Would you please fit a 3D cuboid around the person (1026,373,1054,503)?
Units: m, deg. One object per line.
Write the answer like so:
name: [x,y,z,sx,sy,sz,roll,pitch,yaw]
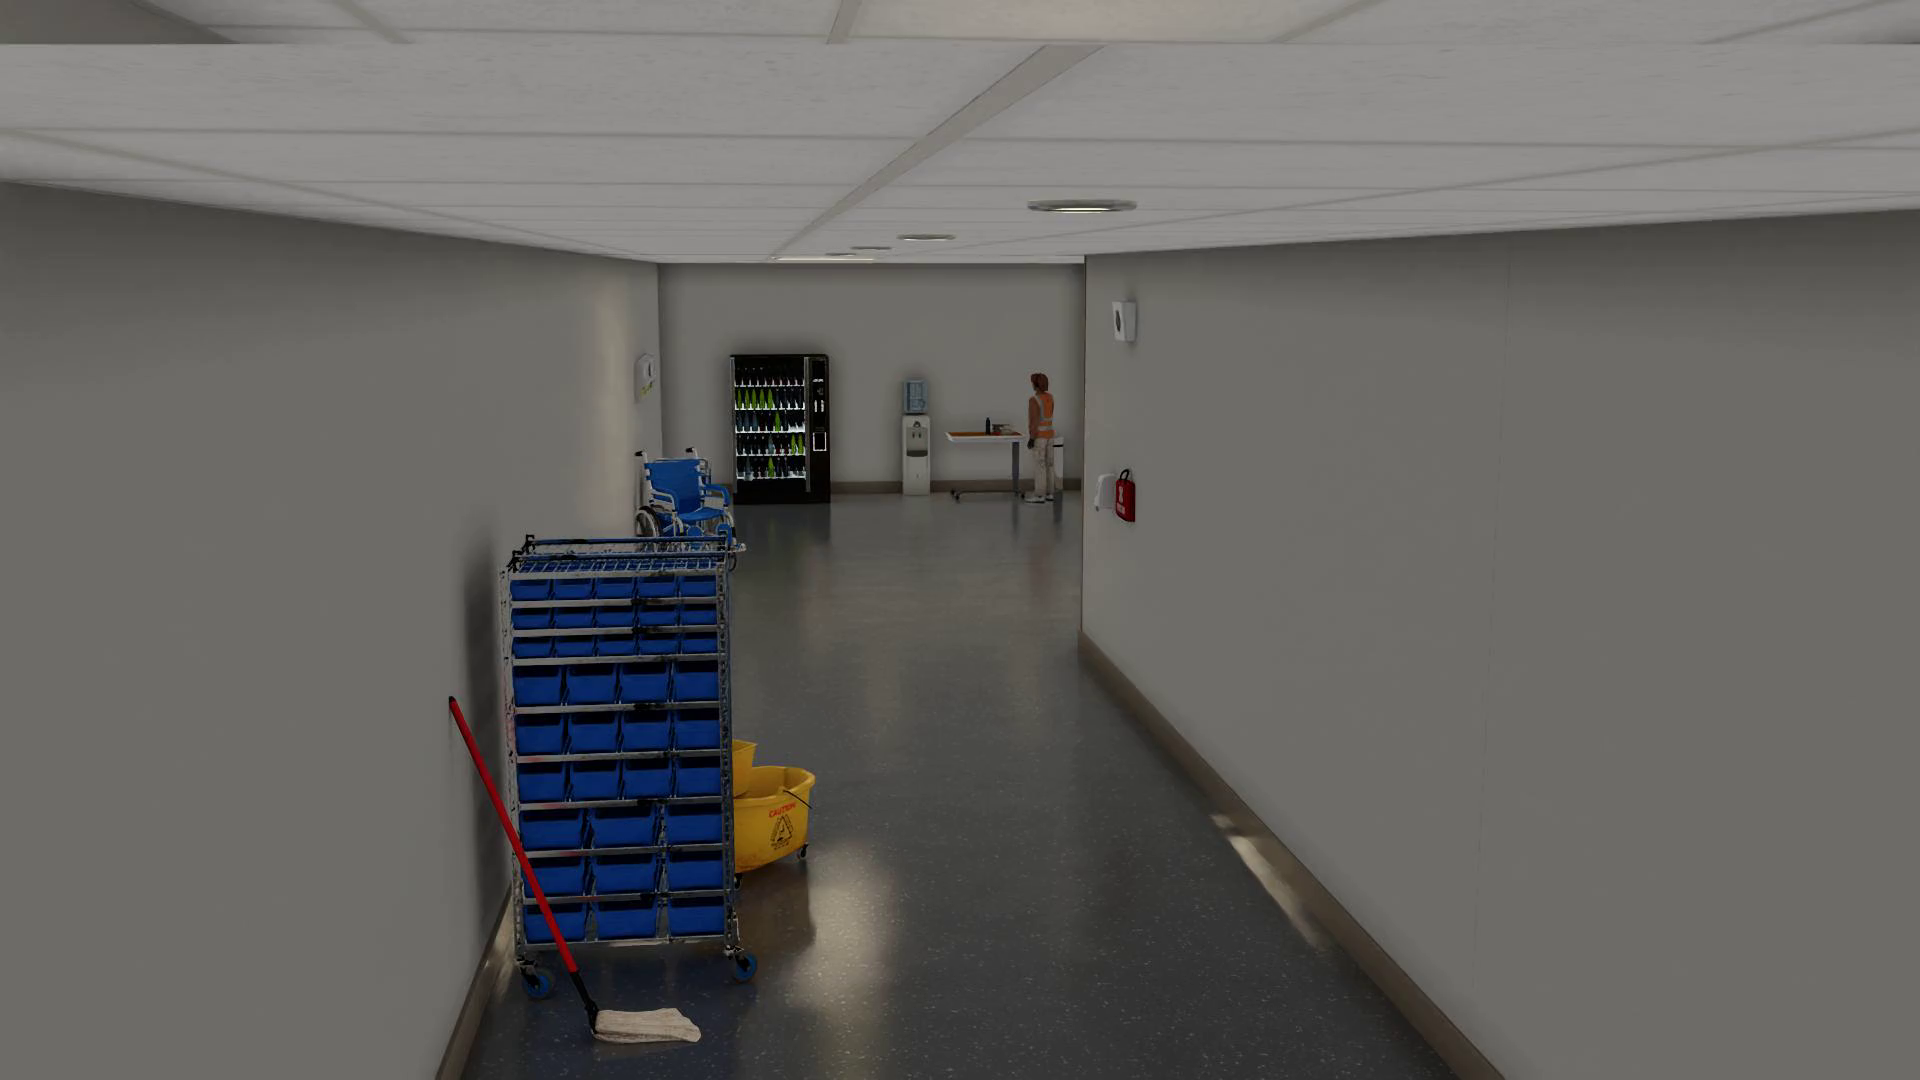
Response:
person: [1.019,-1.286,20.991,0.314,1.642,0.514,6,11,33]
